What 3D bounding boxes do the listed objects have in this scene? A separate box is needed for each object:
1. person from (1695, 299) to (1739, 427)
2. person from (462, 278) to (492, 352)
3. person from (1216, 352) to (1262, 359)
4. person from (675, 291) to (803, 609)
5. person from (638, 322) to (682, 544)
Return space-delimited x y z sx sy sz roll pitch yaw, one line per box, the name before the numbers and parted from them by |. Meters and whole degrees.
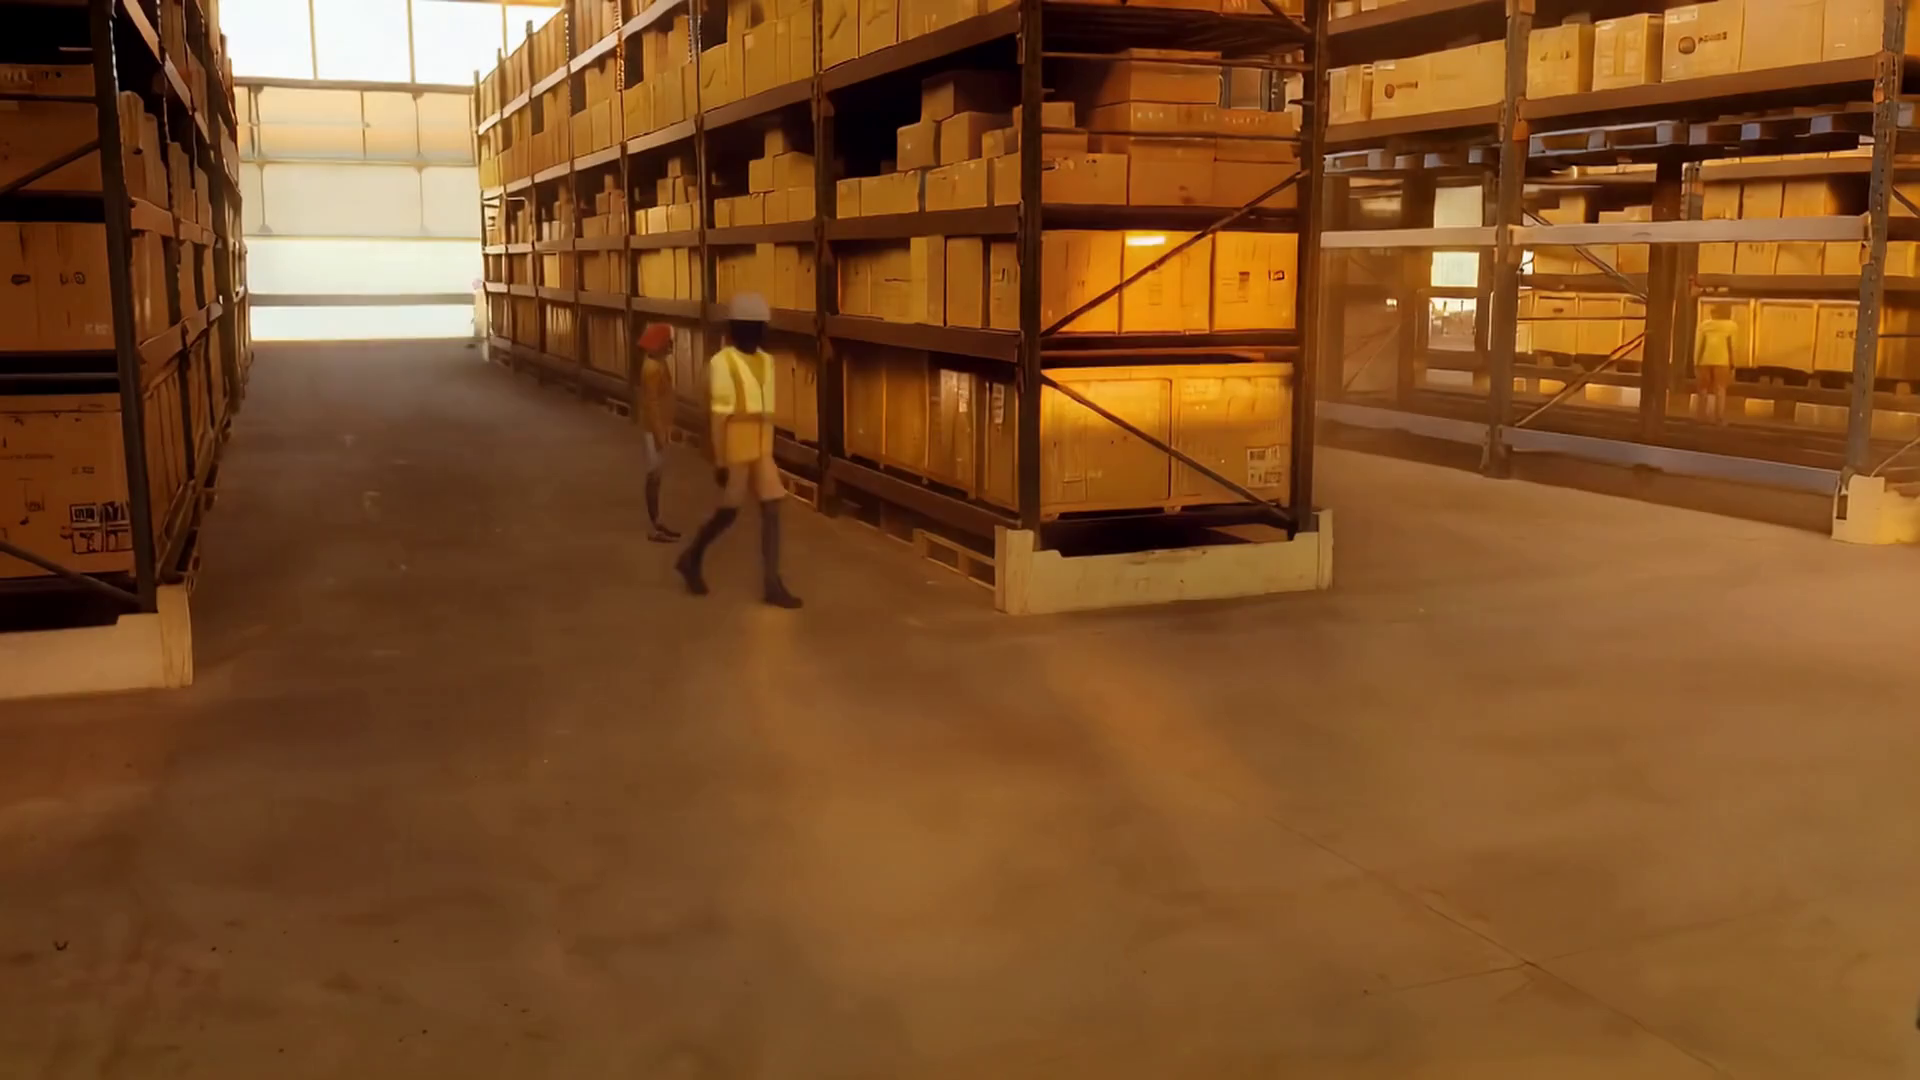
person | 9.190 -2.109 20.219 0.268 1.632 0.506 -9 13 -43
person | -11.116 -5.202 38.542 0.903 1.710 0.575 0 9 -2
person | 2.540 -1.229 15.026 0.519 1.608 0.762 -3 10 -19
person | -1.361 -0.550 10.079 0.883 1.915 0.559 7 12 36
person | -2.221 -0.789 12.314 0.283 1.633 0.497 -1 10 -6
